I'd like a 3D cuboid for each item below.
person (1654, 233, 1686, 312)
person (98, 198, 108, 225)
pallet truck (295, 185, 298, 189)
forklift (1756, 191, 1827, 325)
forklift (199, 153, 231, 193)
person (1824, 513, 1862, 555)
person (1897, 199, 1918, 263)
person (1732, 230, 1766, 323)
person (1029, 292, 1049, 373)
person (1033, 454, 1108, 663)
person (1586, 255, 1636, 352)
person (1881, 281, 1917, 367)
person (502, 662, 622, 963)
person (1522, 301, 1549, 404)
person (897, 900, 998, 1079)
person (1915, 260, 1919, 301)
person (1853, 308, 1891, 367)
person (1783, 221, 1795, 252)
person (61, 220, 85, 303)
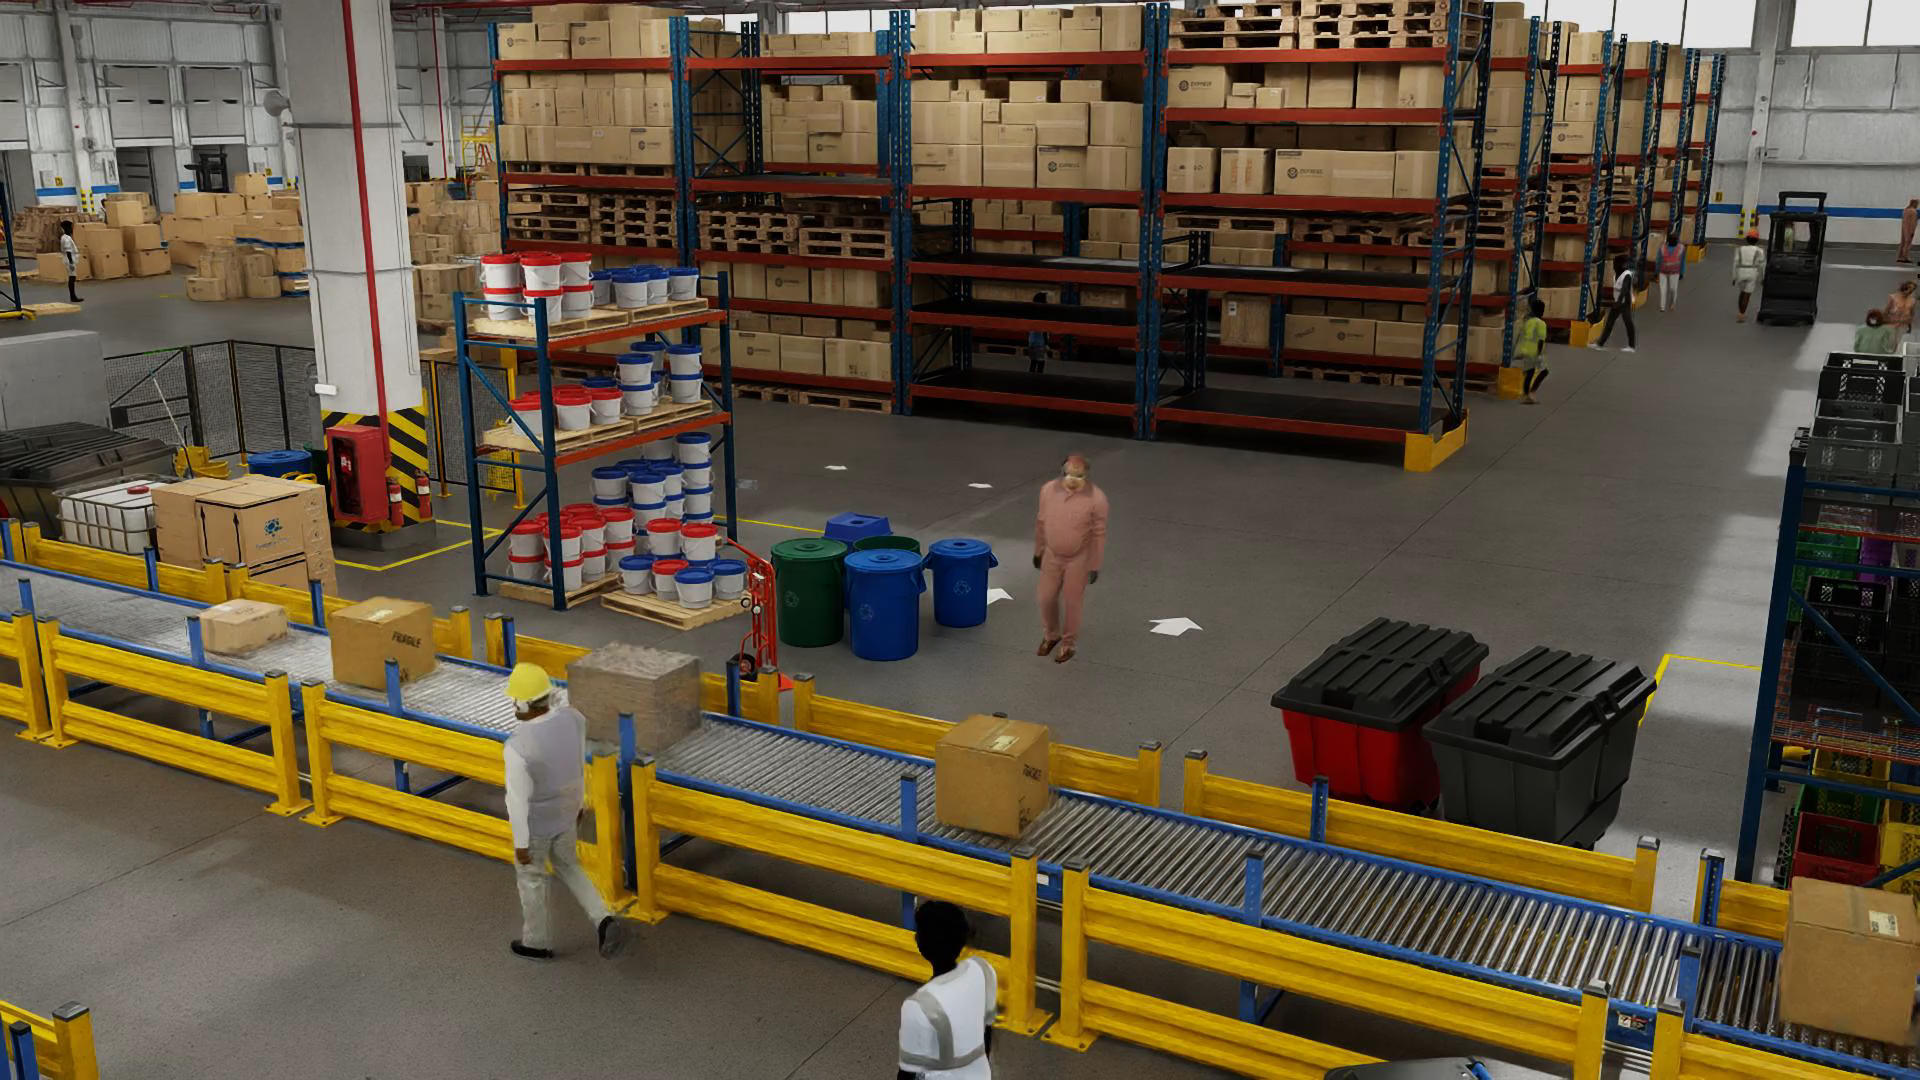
[{"bbox_3d":[16.307,-6.149,38.243,0.618,1.822,0.446,9,17,29],"label":"person"},{"bbox_3d":[-26.084,-9.519,50.867,0.328,1.844,0.513,2,15,7],"label":"person"},{"bbox_3d":[-26.804,-14.617,69.738,1.885,1.965,0.823,-14,20,-42],"label":"pallet truck"},{"bbox_3d":[18.380,-6.250,36.594,1.129,2.768,1.873,8,17,28],"label":"forklift"},{"bbox_3d":[-27.440,-12.865,61.464,1.873,2.768,1.129,8,17,28],"label":"forklift"},{"bbox_3d":[9.172,-0.609,17.215,0.634,1.924,0.473,-13,20,-41],"label":"person"},{"bbox_3d":[28.399,-9.246,49.742,0.401,1.904,0.645,0,15,2],"label":"person"},{"bbox_3d":[17.370,-5.796,36.561,0.914,2.007,0.619,-14,21,-43],"label":"person"},{"bbox_3d":[1.317,-3.258,27.616,0.318,1.697,0.535,-8,17,-26],"label":"person"},{"bbox_3d":[0.928,0.163,14.419,0.696,1.875,0.422,7,16,24],"label":"person"},{"bbox_3d":[12.719,-4.556,32.174,0.960,1.852,0.620,-2,15,-9],"label":"person"},{"bbox_3d":[16.941,-3.859,30.019,0.543,1.608,0.533,1,15,3],"label":"person"},{"bbox_3d":[-2.275,1.551,9.312,0.651,1.813,0.600,10,18,32],"label":"person"},{"bbox_3d":[9.227,-2.994,26.655,0.395,1.667,0.563,-2,15,-9],"label":"person"},{"bbox_3d":[-0.101,2.262,6.868,0.435,1.682,0.552,11,18,35],"label":"person"},{"bbox_3d":[23.480,-6.786,40.346,0.483,1.969,0.624,8,17,29],"label":"person"},{"bbox_3d":[14.400,-2.872,26.323,0.512,1.613,0.498,8,17,27],"label":"person"},{"bbox_3d":[21.355,-7.450,43.112,0.529,1.832,0.593,-2,15,-8],"label":"person"},{"bbox_3d":[-21.401,-6.701,40.039,0.361,1.964,0.613,-8,17,-28],"label":"person"}]
